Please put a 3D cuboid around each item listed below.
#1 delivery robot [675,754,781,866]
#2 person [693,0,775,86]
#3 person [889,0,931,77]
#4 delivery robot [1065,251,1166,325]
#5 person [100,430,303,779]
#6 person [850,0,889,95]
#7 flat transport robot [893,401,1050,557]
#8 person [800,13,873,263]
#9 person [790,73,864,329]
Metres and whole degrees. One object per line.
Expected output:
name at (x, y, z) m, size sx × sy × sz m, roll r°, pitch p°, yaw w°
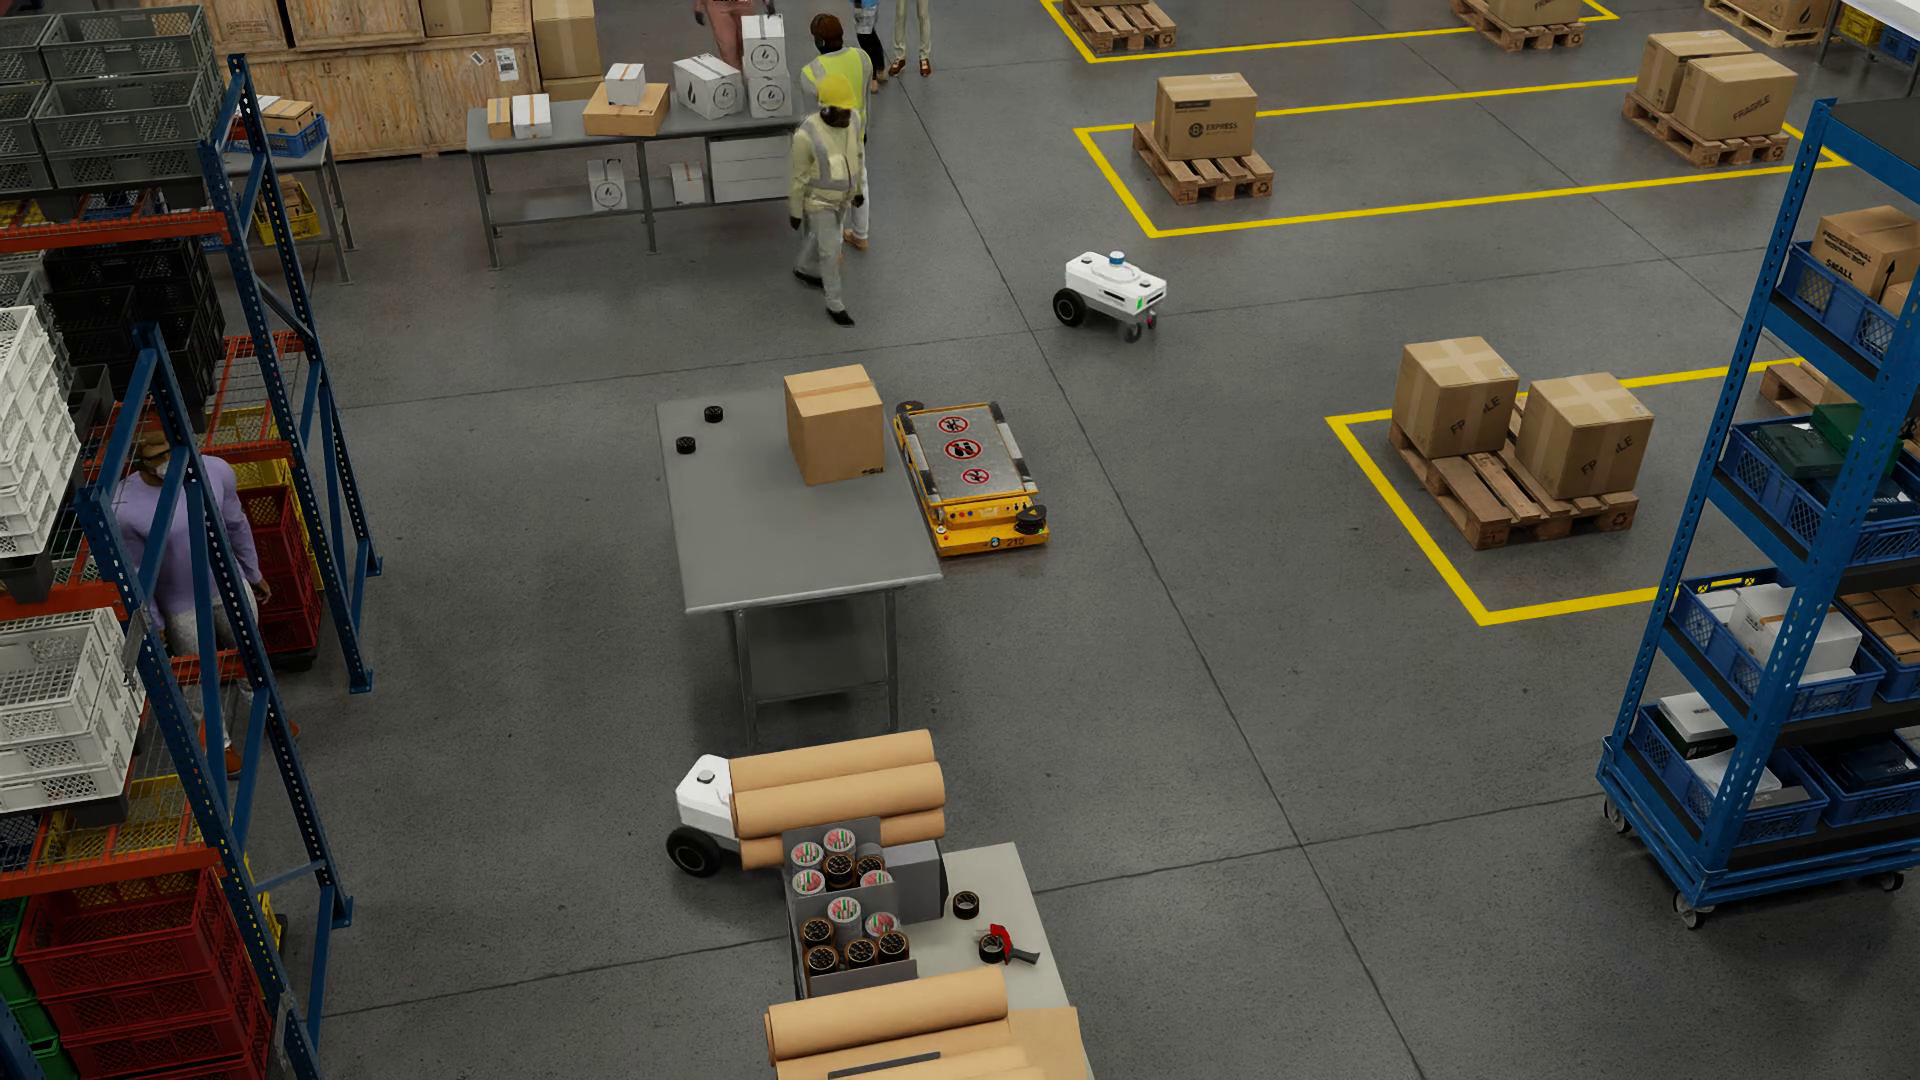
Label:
delivery robot at (-0.919, 1.223, 7.575) m, size 0.707 × 0.478 × 0.477 m, roll 13°, pitch 39°, yaw 17°
person at (-2.002, -4.728, 14.555) m, size 0.697 × 1.876 × 0.642 m, roll -14°, pitch 39°, yaw -18°
person at (-0.431, -5.164, 15.146) m, size 0.513 × 1.865 × 0.329 m, roll 5°, pitch 37°, yaw 6°
delivery robot at (1.084, -1.774, 11.603) m, size 0.707 × 0.478 × 0.477 m, roll 29°, pitch 45°, yaw 33°
person at (-3.551, 0.254, 7.803) m, size 0.372 × 1.940 × 0.630 m, roll 27°, pitch 44°, yaw 31°
person at (-0.853, -4.839, 14.856) m, size 0.330 × 1.689 × 0.540 m, roll 7°, pitch 37°, yaw 9°
flat transport robot at (0.046, -0.430, 10.108) m, size 0.652 × 0.197 × 1.431 m, roll -8°, pitch 37°, yaw -10°
person at (-0.916, -2.936, 12.173) m, size 0.621 × 1.842 × 0.430 m, roll -29°, pitch 45°, yaw -33°
person at (-0.972, -2.420, 11.534) m, size 0.779 × 1.795 × 0.621 m, roll 27°, pitch 45°, yaw 32°
